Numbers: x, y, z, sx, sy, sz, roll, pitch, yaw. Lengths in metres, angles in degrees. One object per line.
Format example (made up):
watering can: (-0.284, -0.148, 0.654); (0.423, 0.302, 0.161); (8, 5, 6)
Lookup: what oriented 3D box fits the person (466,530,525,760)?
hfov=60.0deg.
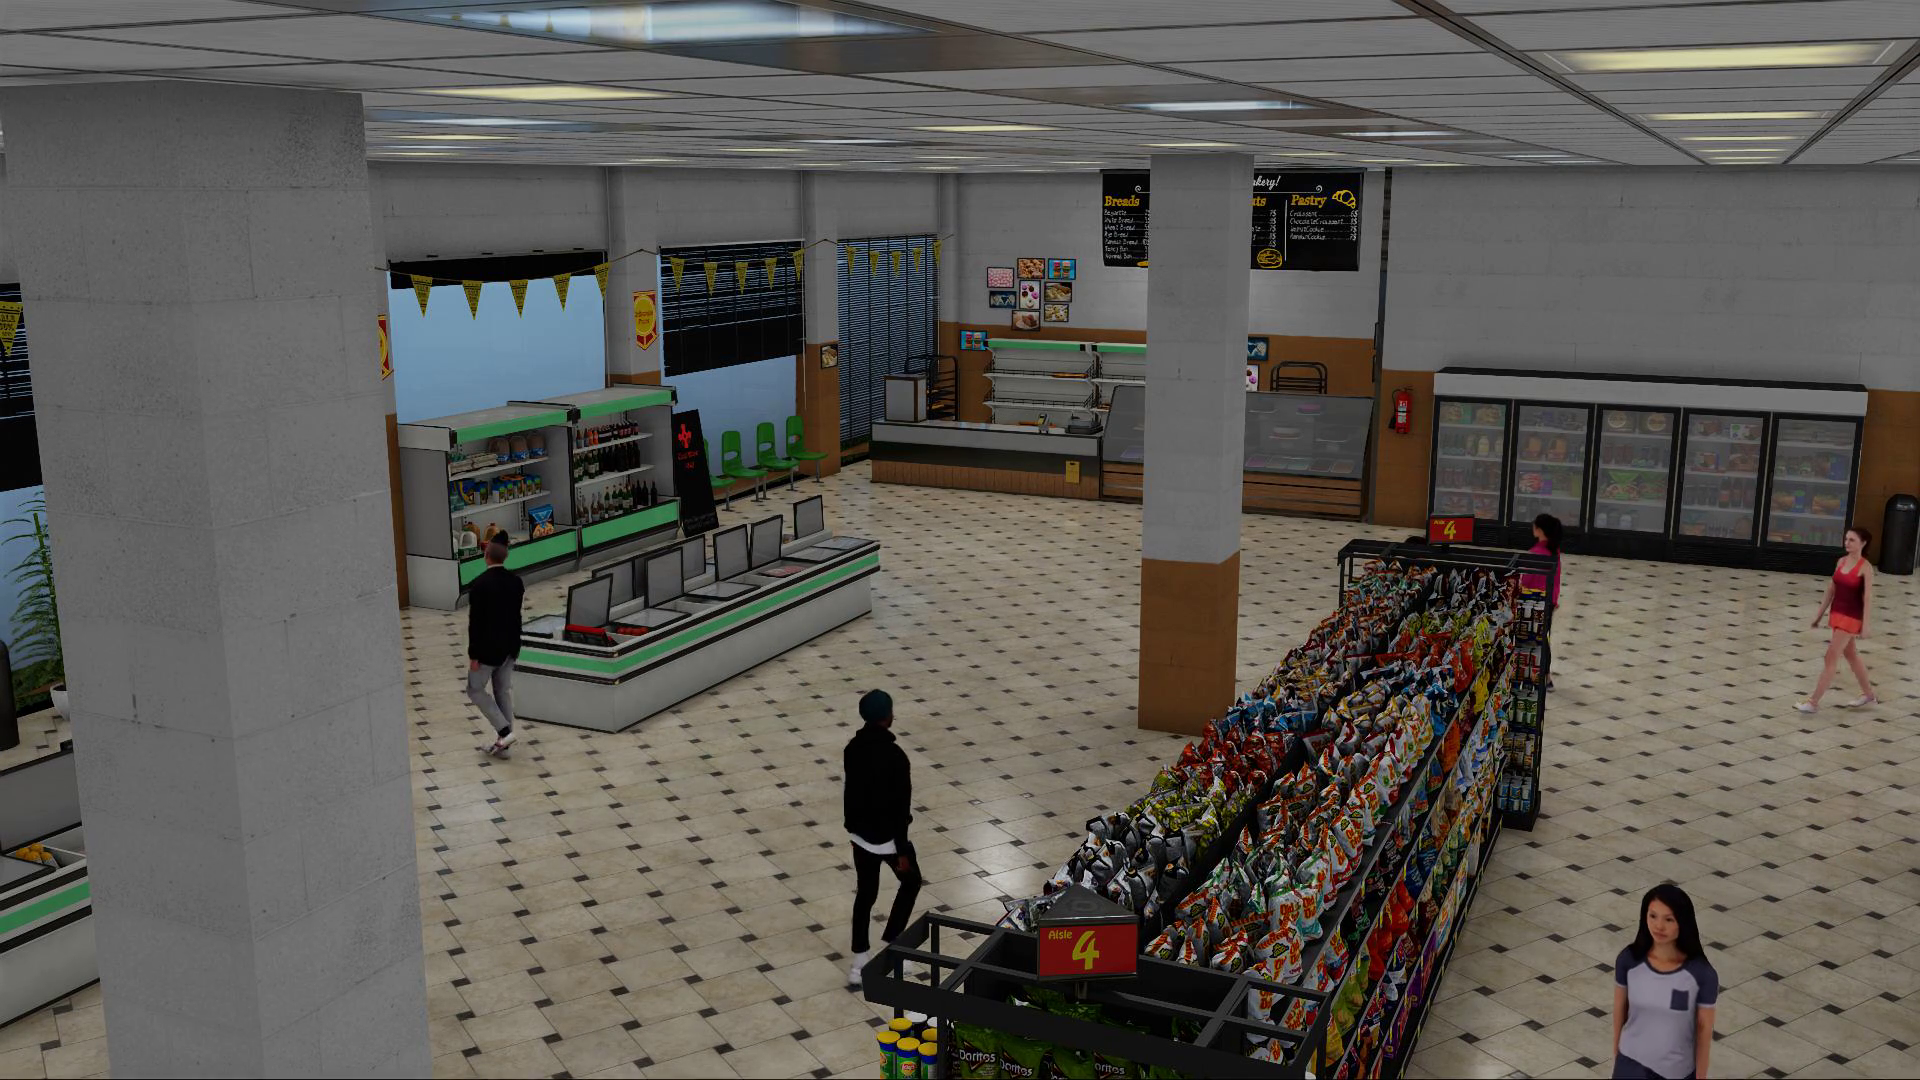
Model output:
person: (-3.779, 0.897, 13.798); (0.825, 1.931, 0.694); (7, 14, 30)

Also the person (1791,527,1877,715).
person: (8.105, 0.742, 15.079); (1.077, 1.707, 1.140); (-2, 12, -11)

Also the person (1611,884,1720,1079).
person: (3.186, 2.354, 7.499); (0.666, 1.677, 1.076); (7, 14, 31)

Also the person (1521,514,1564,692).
person: (5.585, 0.604, 15.786); (0.910, 1.686, 0.901); (-8, 14, -33)

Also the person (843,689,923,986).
person: (-0.545, 1.792, 9.866); (0.759, 1.800, 0.763); (9, 15, 38)
